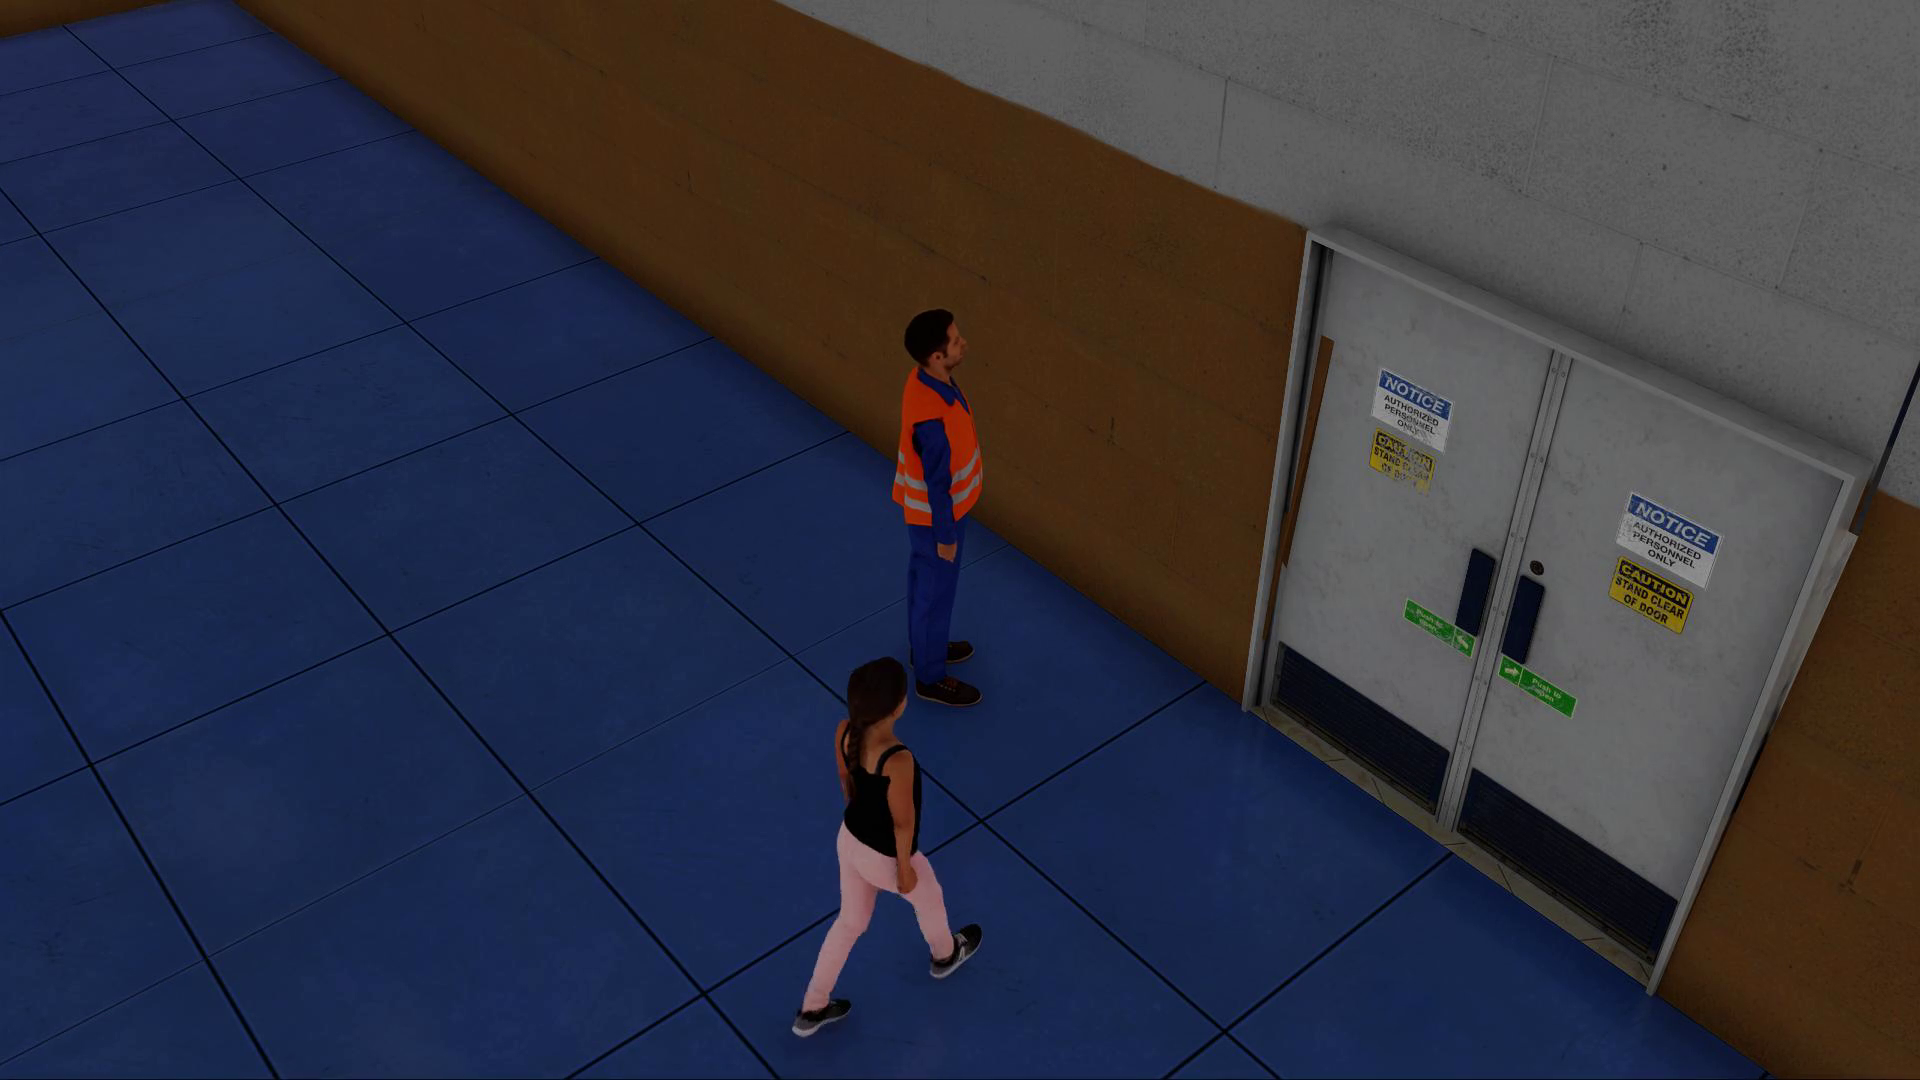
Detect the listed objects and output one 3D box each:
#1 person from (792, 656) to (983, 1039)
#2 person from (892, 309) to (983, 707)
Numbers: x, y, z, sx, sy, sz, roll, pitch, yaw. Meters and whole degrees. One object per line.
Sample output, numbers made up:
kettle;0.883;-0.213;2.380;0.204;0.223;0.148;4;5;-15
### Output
person;-0.327;1.080;5.566;0.614;1.523;1.055;30;46;33
person;-0.098;-0.131;6.895;0.810;1.864;0.785;-3;37;-3
